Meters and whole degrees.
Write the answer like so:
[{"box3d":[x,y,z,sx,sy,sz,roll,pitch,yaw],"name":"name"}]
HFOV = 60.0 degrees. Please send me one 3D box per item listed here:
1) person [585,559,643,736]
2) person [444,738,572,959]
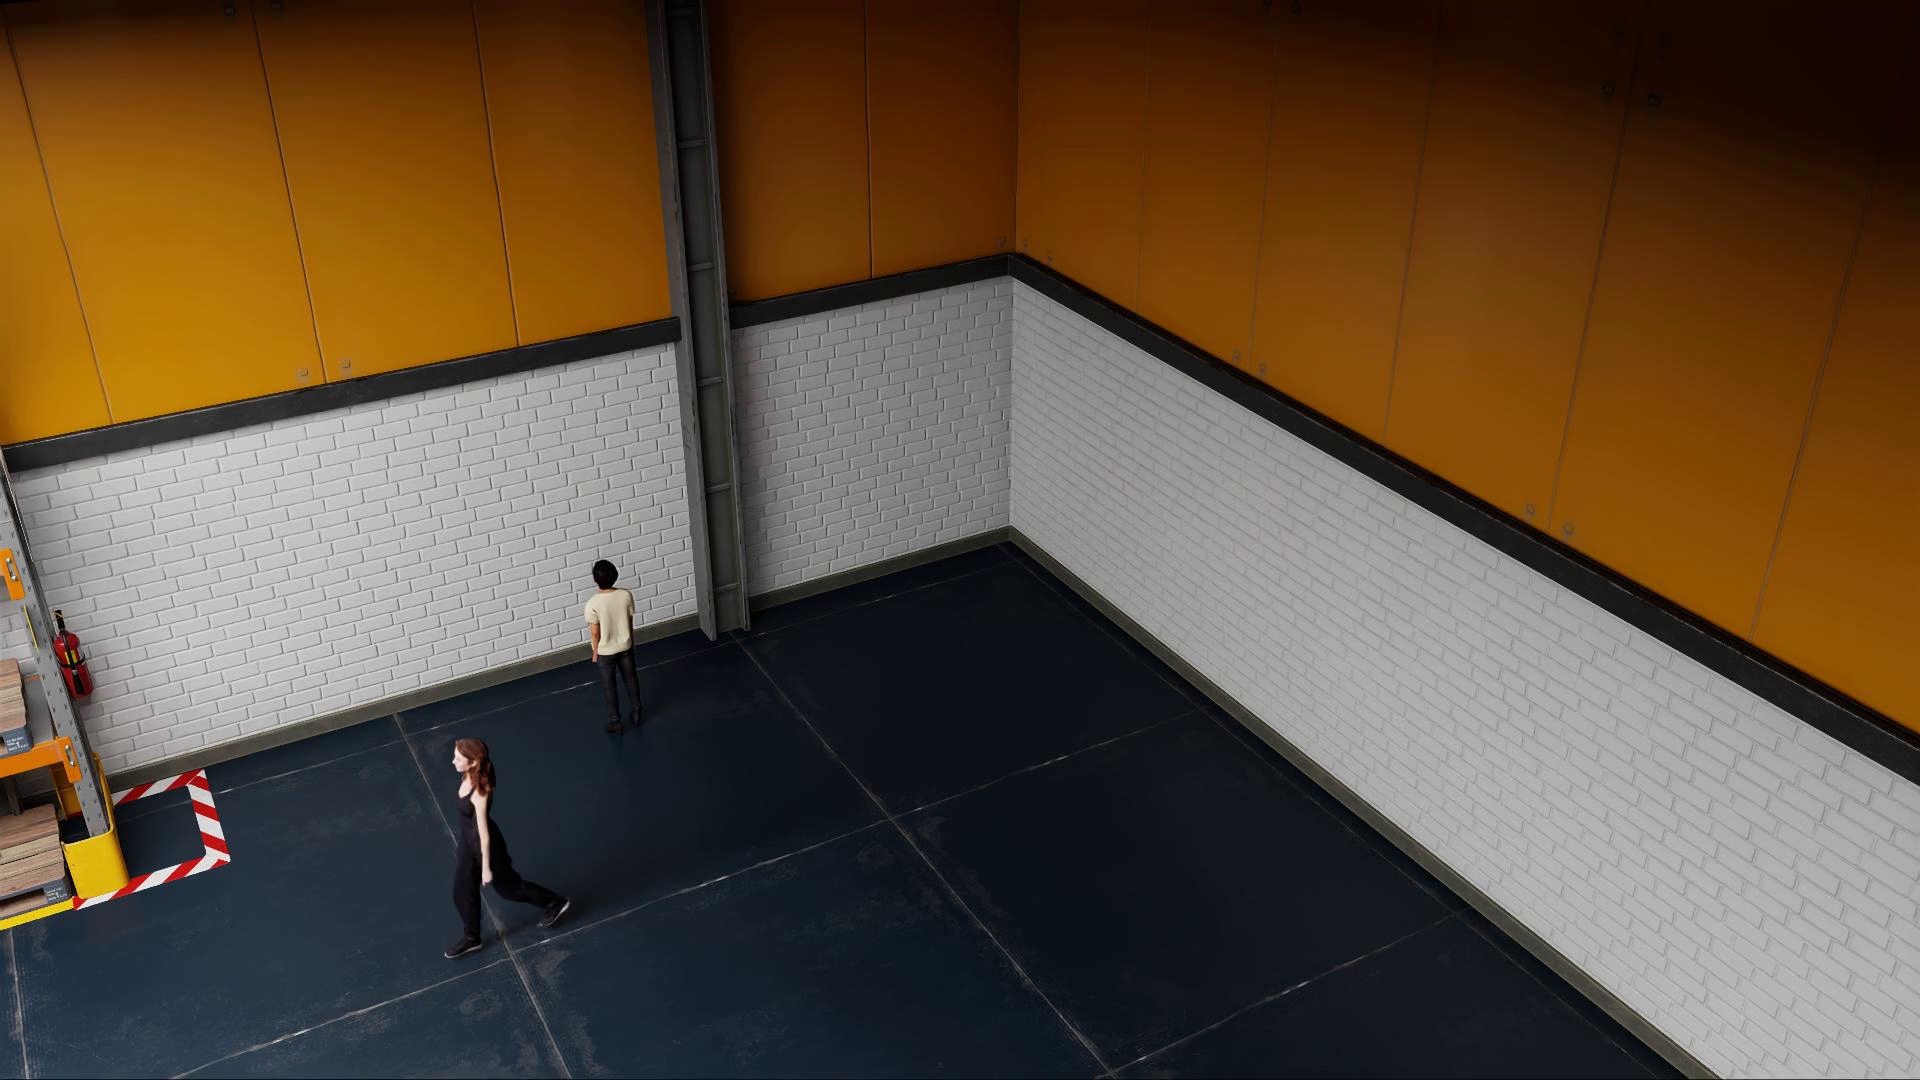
[{"box3d":[-2.837,0.876,13.611,0.468,1.587,0.686,-22,35,-34],"name":"person"},{"box3d":[-3.130,2.060,11.307,1.116,1.713,0.617,-17,33,-29],"name":"person"}]
